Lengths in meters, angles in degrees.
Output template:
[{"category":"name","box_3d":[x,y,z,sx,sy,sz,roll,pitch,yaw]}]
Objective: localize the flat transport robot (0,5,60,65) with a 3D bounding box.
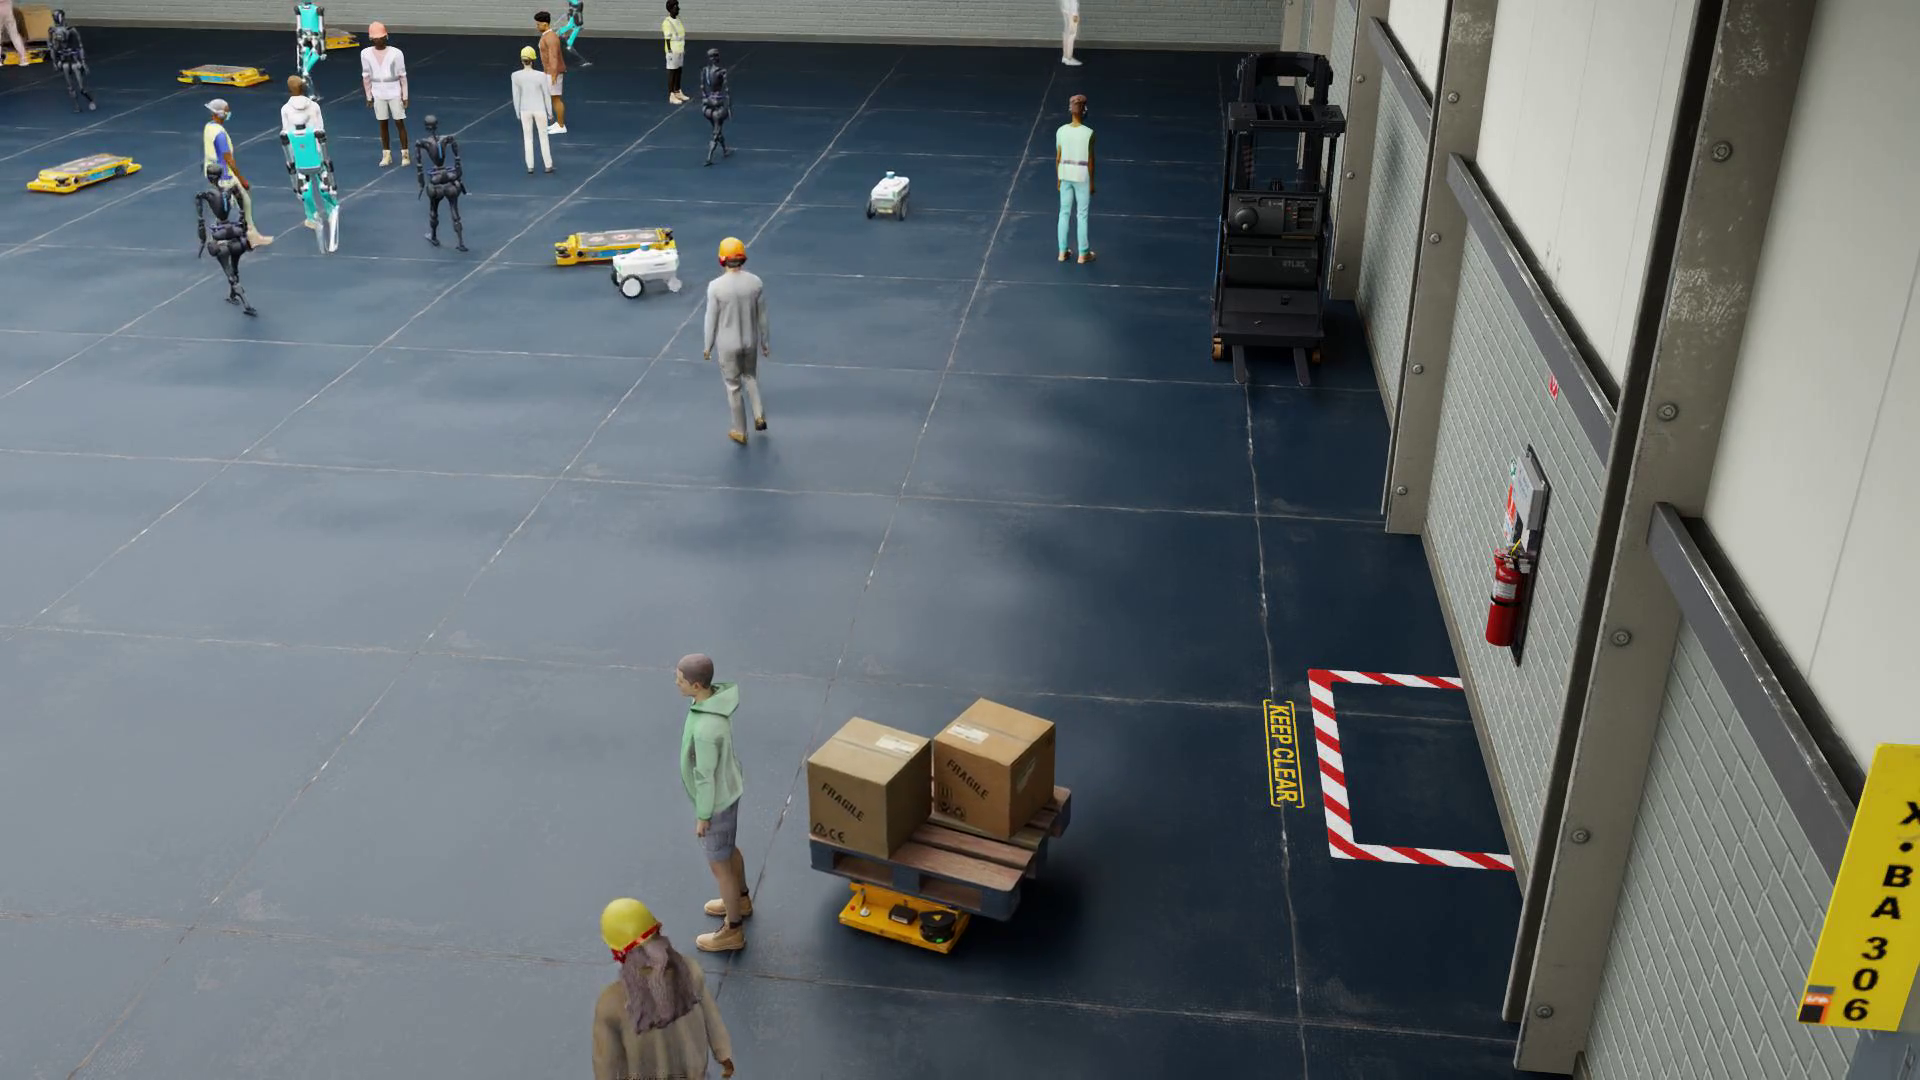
[{"category":"flat transport robot","box_3d":[-17.758,-9.270,31.645,0.659,0.231,1.431,-10,28,-20]}]

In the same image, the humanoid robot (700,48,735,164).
[{"category":"humanoid robot","box_3d":[-3.562,-6.338,24.268,0.601,1.623,0.785,18,32,32]}]

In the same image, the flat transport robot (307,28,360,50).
[{"category":"flat transport robot","box_3d":[-12.477,-9.930,32.962,0.659,0.231,1.431,-19,32,-33]}]

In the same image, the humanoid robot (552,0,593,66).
[{"category":"humanoid robot","box_3d":[-7.320,-9.550,30.602,0.997,1.775,0.530,-16,31,-29]}]

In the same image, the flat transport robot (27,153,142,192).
[{"category":"flat transport robot","box_3d":[-12.361,-5.185,23.489,0.659,0.231,1.431,9,28,17]}]

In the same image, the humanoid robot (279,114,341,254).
[{"category":"humanoid robot","box_3d":[-7.753,-4.254,20.103,0.551,1.887,0.735,-2,27,-5]}]

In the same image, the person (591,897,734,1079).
[{"category":"person","box_3d":[-1.239,2.258,7.004,0.588,1.726,0.501,-15,30,-28]}]

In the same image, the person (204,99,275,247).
[{"category":"person","box_3d":[-8.776,-4.394,20.143,0.823,1.862,0.518,-13,29,-24]}]

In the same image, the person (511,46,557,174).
[{"category":"person","box_3d":[-6.065,-6.113,23.670,0.532,1.766,0.324,0,27,0]}]

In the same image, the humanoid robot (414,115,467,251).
[{"category":"humanoid robot","box_3d":[-6.367,-4.383,20.337,0.595,1.633,0.705,-19,32,-33]}]

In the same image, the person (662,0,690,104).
[{"category":"person","box_3d":[-4.774,-8.209,27.930,0.316,1.695,0.540,8,28,15]}]

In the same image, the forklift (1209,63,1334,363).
[{"category":"forklift","box_3d":[3.241,-3.477,17.183,1.129,2.768,1.873,3,27,6]}]

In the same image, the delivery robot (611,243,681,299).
[{"category":"delivery robot","box_3d":[-3.606,-3.081,18.991,0.803,0.614,0.499,-10,28,-20]}]

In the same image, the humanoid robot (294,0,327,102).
[{"category":"humanoid robot","box_3d":[-10.907,-8.142,27.736,0.530,1.756,0.842,6,27,12]}]

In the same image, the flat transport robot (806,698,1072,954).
[{"category":"flat transport robot","box_3d":[-0.083,1.801,9.544,0.659,0.231,1.431,11,29,21]}]

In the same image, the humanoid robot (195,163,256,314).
[{"category":"humanoid robot","box_3d":[-8.046,-3.301,18.231,0.787,1.638,0.583,21,33,35]}]

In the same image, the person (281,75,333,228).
[{"category":"person","box_3d":[-8.290,-4.932,21.150,0.495,1.912,0.352,-16,31,-28]}]

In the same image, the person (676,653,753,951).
[{"category":"person","box_3d":[-1.290,1.366,8.783,0.316,1.733,0.476,-2,27,-3]}]

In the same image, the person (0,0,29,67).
[{"category":"person","box_3d":[-17.721,-9.669,30.689,0.824,1.879,0.670,12,29,23]}]

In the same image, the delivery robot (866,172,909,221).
[{"category":"delivery robot","box_3d":[-0.915,-4.519,21.853,0.499,0.605,0.799,6,27,12]}]

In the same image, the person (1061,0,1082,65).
[{"category":"person","box_3d":[2.062,-9.818,30.944,0.381,1.876,0.511,-5,27,-10]}]

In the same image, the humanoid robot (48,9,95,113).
[{"category":"humanoid robot","box_3d":[-14.563,-7.847,27.229,0.610,1.642,0.374,1,27,2]}]

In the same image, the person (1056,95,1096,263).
[{"category":"person","box_3d":[1.366,-4.285,19.790,0.482,1.978,0.407,13,29,24]}]

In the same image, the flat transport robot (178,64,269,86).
[{"category":"flat transport robot","box_3d":[-13.151,-8.285,29.678,1.431,0.231,0.659,8,28,16]}]

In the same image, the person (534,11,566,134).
[{"category":"person","box_3d":[-6.358,-7.309,25.976,0.416,1.841,0.799,-10,28,-19]}]

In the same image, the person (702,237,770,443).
[{"category":"person","box_3d":[-2.007,-1.779,14.897,0.588,1.883,0.430,-15,30,-28]}]

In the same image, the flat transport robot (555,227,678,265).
[{"category":"flat transport robot","box_3d":[-4.198,-3.581,20.287,1.431,0.231,0.659,-6,27,-12]}]

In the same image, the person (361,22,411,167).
[{"category":"person","box_3d":[-8.255,-6.403,23.945,0.613,2.042,0.373,-2,27,-4]}]
